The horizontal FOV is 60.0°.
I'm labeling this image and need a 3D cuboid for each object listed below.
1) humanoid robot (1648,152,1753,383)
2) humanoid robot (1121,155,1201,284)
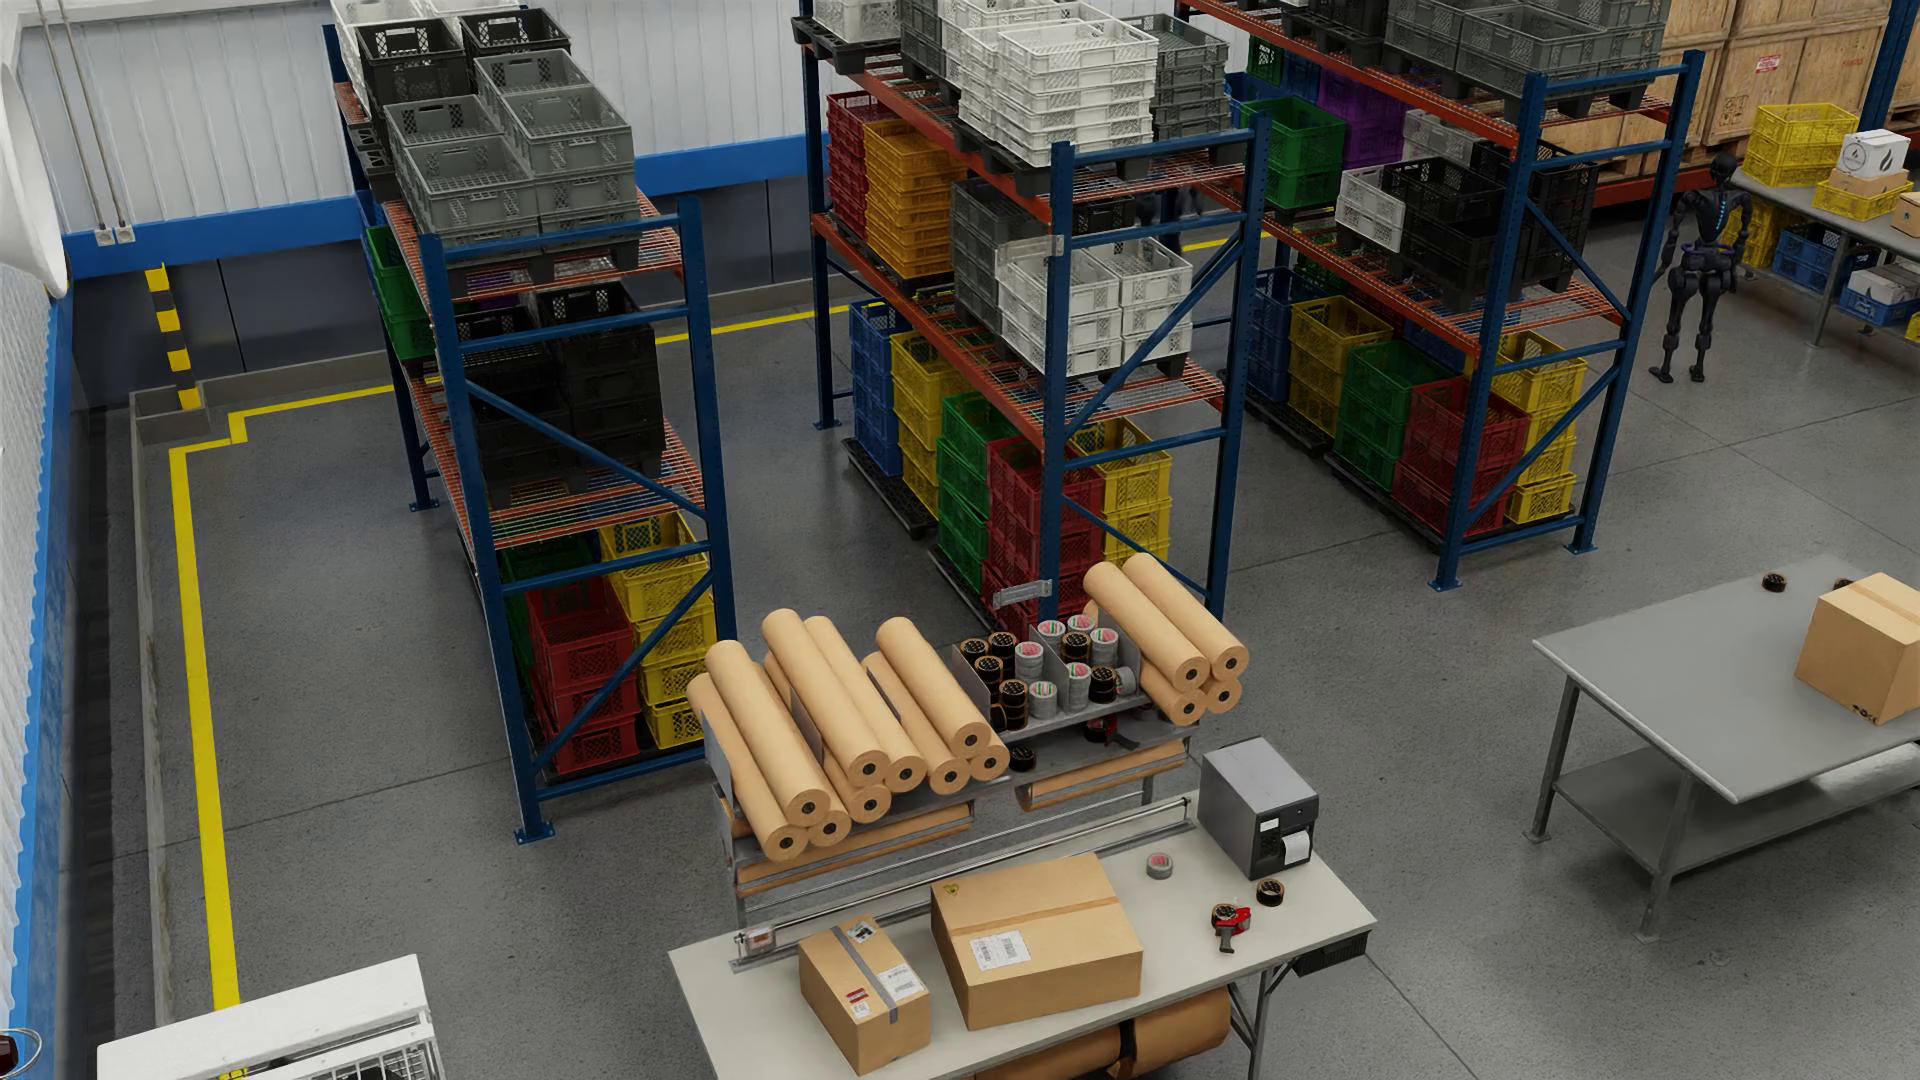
[{"bbox_3d":[5.212,-1.918,11.729,0.591,1.657,0.328,1,32,2],"label":"humanoid robot"},{"bbox_3d":[1.581,-2.722,13.059,0.639,1.629,0.458,3,32,5],"label":"humanoid robot"}]
